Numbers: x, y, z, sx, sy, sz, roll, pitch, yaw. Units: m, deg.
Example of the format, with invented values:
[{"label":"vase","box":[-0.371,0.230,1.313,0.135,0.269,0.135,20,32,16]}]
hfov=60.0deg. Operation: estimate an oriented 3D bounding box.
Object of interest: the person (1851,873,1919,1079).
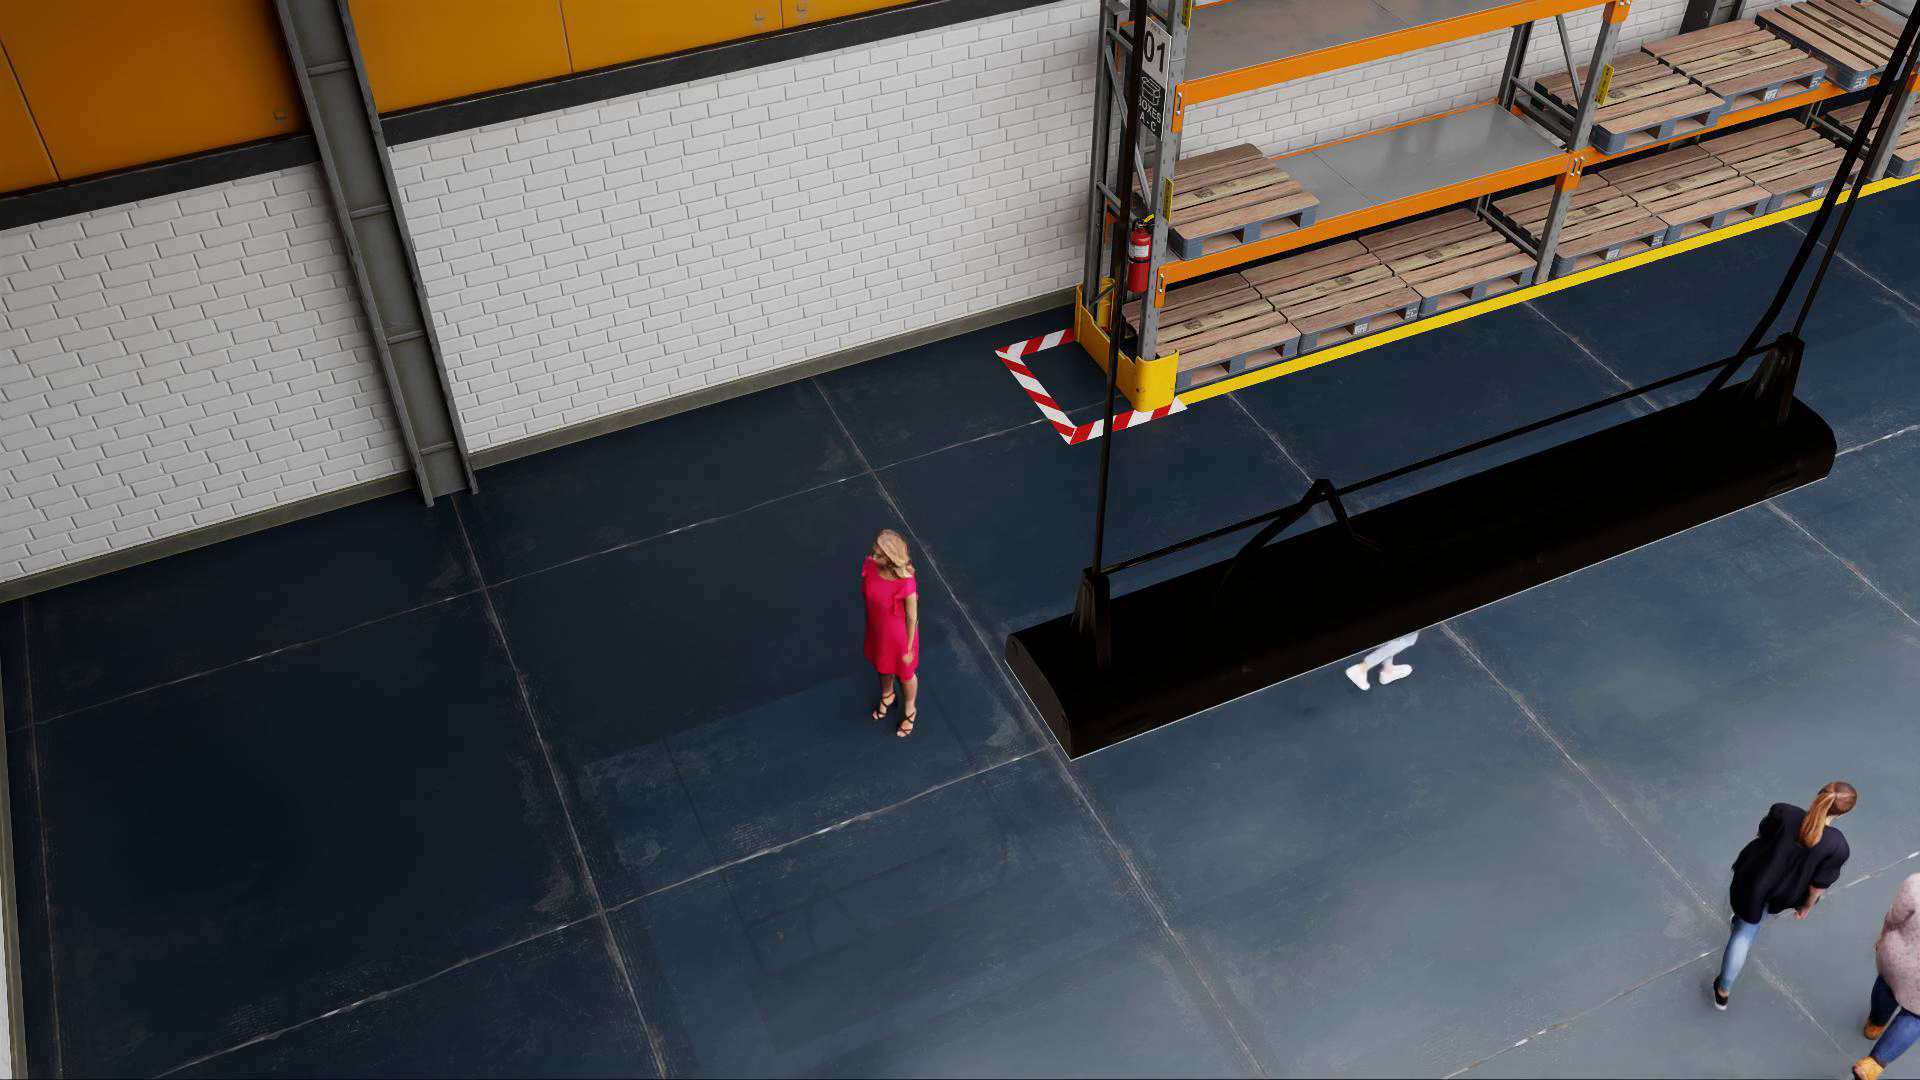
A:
[{"label":"person","box":[4.992,2.229,8.654,1.076,1.719,0.896,-28,50,-26]}]

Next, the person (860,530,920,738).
[{"label":"person","box":[-0.409,0.566,10.394,0.648,1.727,0.657,33,53,30]}]

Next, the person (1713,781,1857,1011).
[{"label":"person","box":[4.390,1.939,9.021,0.938,1.633,1.153,27,50,26]}]

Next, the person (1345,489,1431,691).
[{"label":"person","box":[2.783,0.364,10.628,0.779,1.697,0.620,-17,46,-17]}]
